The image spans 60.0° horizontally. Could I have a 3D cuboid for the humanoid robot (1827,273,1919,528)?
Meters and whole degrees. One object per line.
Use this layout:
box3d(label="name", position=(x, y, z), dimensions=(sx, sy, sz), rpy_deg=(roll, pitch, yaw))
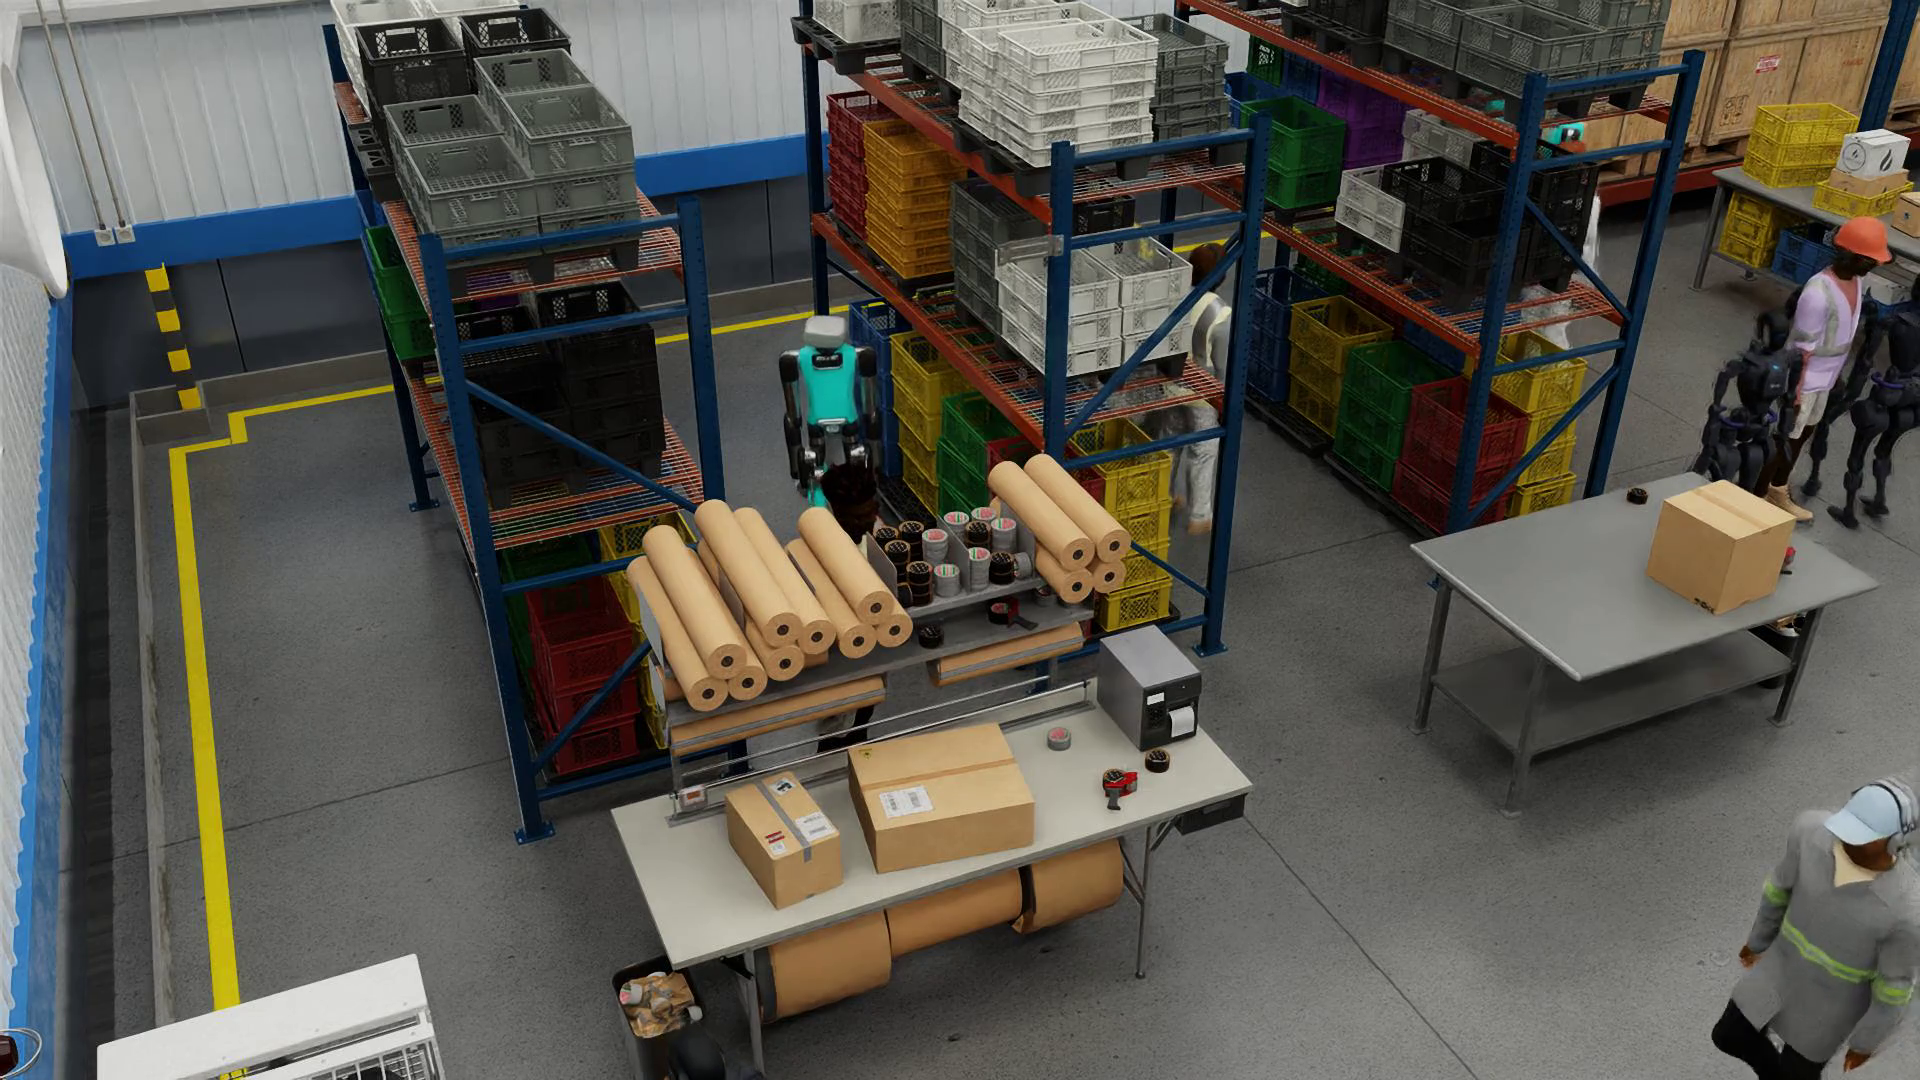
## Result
box3d(label="humanoid robot", position=(5.569, -0.845, 9.997), dimensions=(0.598, 1.656, 0.349), rpy_deg=(-3, 32, -5))

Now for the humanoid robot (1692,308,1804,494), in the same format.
box3d(label="humanoid robot", position=(4.519, -0.535, 9.508), dimensions=(0.615, 1.654, 0.431), rpy_deg=(-7, 32, -12))

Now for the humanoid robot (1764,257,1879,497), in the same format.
box3d(label="humanoid robot", position=(5.269, -1.029, 10.294), dimensions=(0.584, 1.654, 0.358), rpy_deg=(17, 35, 25))

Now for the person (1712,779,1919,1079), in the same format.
box3d(label="person", position=(3.013, 1.580, 5.900), dimensions=(0.411, 1.841, 0.610), rpy_deg=(-13, 34, -20))

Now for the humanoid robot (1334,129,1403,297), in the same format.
box3d(label="humanoid robot", position=(3.125, -2.183, 12.157), dimensions=(0.571, 1.827, 0.899), rpy_deg=(-11, 33, -18))

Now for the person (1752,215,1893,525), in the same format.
box3d(label="person", position=(5.073, -0.958, 9.853), dimensions=(0.606, 2.033, 0.405), rpy_deg=(-26, 40, -36))

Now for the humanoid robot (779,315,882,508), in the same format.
box3d(label="humanoid robot", position=(-0.678, -0.272, 9.058), dimensions=(0.543, 1.838, 0.748), rpy_deg=(-2, 32, -4))

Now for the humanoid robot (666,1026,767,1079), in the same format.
box3d(label="humanoid robot", position=(-0.795, 2.134, 5.163), dimensions=(0.611, 1.639, 0.522), rpy_deg=(-27, 41, -37))

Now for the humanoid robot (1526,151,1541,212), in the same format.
box3d(label="humanoid robot", position=(3.852, -1.982, 11.845), dimensions=(0.603, 1.656, 0.415), rpy_deg=(-22, 38, -32))

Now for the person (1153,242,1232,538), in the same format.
box3d(label="person", position=(1.417, -0.895, 9.926), dimensions=(0.429, 1.839, 0.632), rpy_deg=(-21, 37, -30))

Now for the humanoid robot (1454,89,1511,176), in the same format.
box3d(label="humanoid robot", position=(4.237, -3.042, 13.544), dimensions=(0.560, 1.765, 0.945), rpy_deg=(-5, 32, -7))

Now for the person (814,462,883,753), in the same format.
box3d(label="person", position=(-0.489, 0.519, 7.509), dimensions=(0.369, 1.966, 0.600), rpy_deg=(15, 35, 23))

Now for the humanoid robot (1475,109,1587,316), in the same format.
box3d(label="humanoid robot", position=(4.246, -2.460, 12.672), dimensions=(0.733, 1.901, 0.549), rpy_deg=(8, 33, 13))

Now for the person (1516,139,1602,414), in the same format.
box3d(label="person", position=(4.092, -1.800, 11.383), dimensions=(0.386, 1.863, 0.633), rpy_deg=(-5, 32, -9))

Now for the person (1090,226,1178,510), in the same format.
box3d(label="person", position=(1.079, -1.059, 10.211), dimensions=(0.619, 1.814, 0.540), rpy_deg=(-5, 32, -8))
